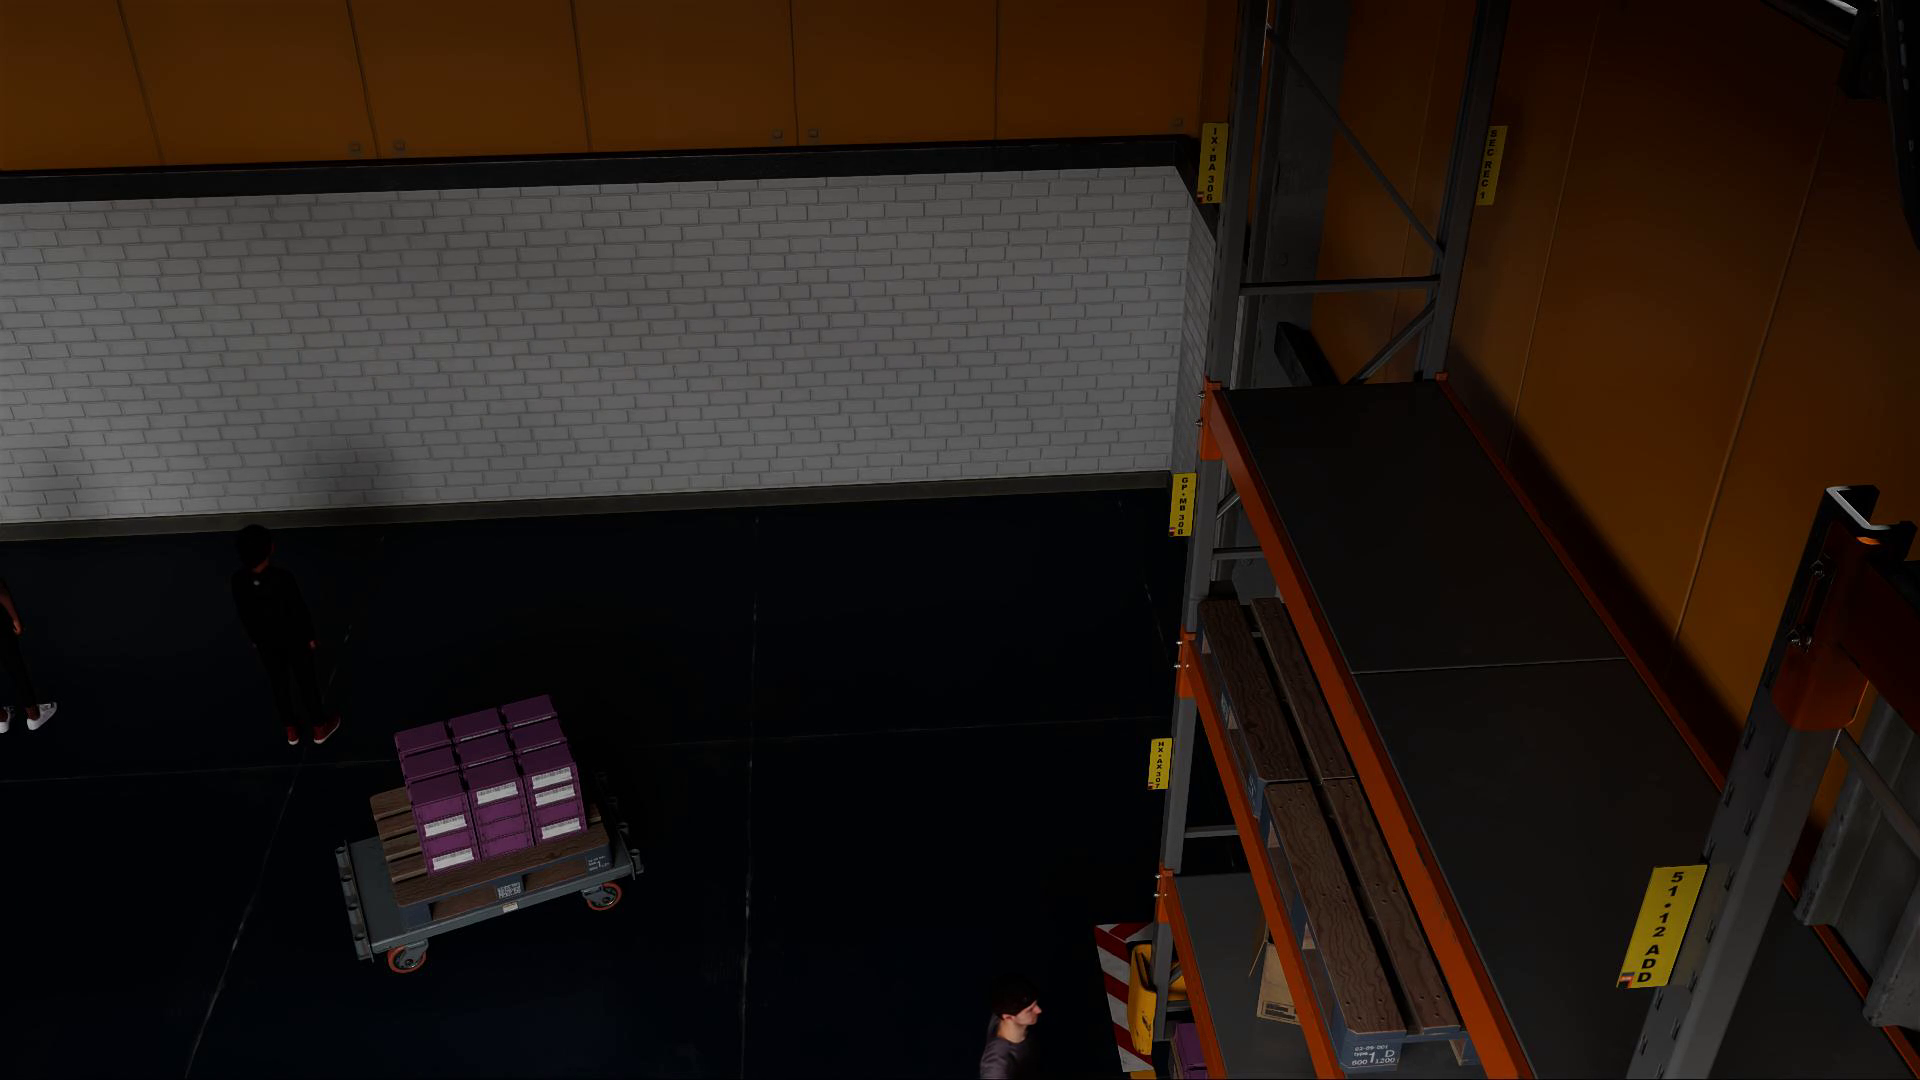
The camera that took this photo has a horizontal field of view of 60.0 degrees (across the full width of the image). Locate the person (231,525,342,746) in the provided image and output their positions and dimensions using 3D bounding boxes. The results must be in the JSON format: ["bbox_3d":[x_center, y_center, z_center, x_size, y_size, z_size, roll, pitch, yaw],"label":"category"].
[{"bbox_3d":[-4.443,0.636,10.886,0.611,1.674,0.552,1,34,1],"label":"person"}]

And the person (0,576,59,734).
[{"bbox_3d":[-6.477,0.526,11.002,0.605,1.729,0.536,-3,34,-5],"label":"person"}]

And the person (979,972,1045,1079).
[{"bbox_3d":[0.232,2.670,7.664,0.780,1.854,0.568,5,34,7],"label":"person"}]
